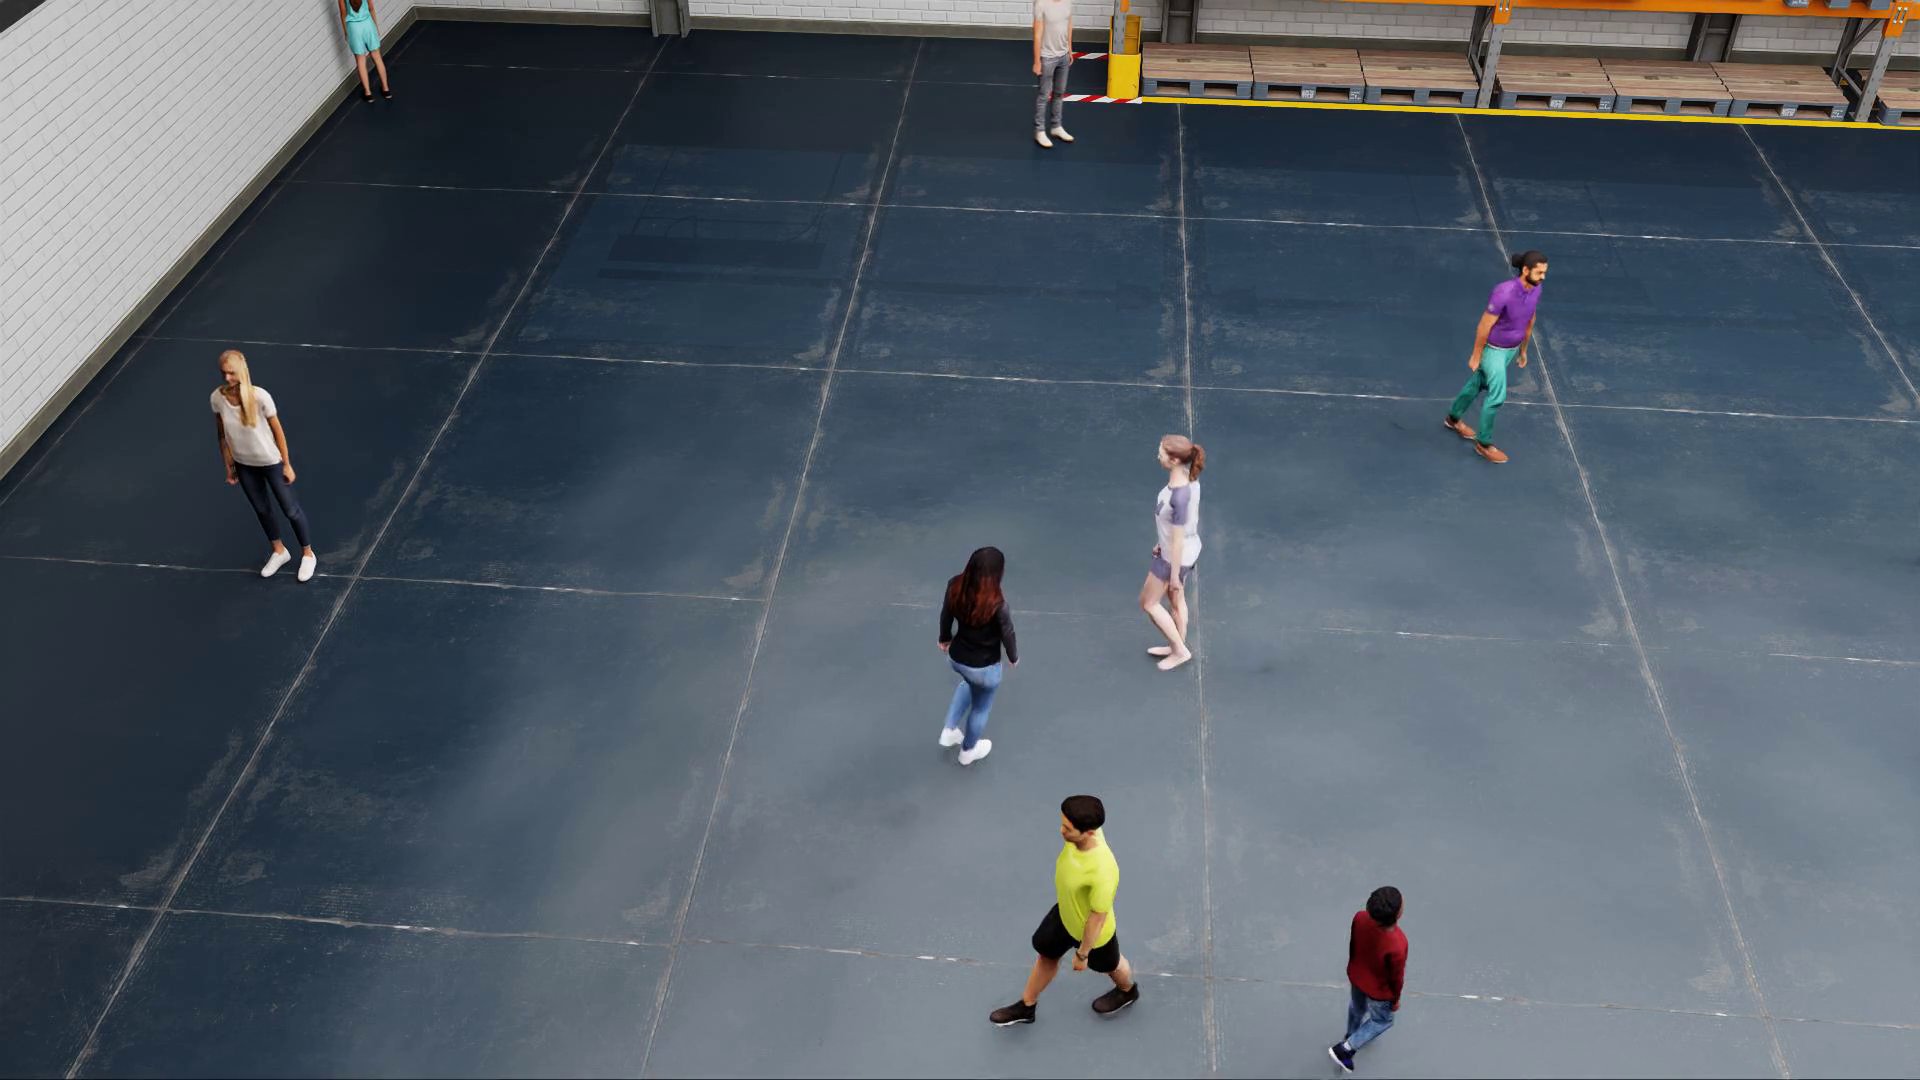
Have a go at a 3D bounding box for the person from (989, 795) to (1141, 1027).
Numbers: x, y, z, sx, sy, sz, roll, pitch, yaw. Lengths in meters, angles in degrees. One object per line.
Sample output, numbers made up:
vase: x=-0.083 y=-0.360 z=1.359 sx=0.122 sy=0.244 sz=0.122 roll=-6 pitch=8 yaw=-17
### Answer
person: x=0.712 y=1.908 z=8.529 sx=1.175 sy=1.662 sz=0.962 roll=-14 pitch=41 yaw=-17

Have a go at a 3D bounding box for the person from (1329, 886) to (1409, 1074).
person: x=2.051 y=2.247 z=8.441 sx=0.729 sy=1.243 sz=0.658 roll=-18 pitch=42 yaw=-21

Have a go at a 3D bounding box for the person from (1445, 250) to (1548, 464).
person: x=4.030 y=-1.476 z=12.716 sx=0.966 sy=1.725 sz=1.016 roll=-22 pitch=43 yaw=-25

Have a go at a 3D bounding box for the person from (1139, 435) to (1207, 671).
person: x=1.479 y=0.110 z=10.712 sx=0.683 sy=1.748 sz=0.680 roll=9 pitch=40 yaw=11

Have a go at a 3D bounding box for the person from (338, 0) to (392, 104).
person: x=-6.443 y=-5.503 z=17.893 sx=0.619 sy=1.558 sz=0.695 roll=-22 pitch=44 yaw=-25

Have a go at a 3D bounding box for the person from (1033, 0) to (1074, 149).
person: x=0.933 y=-4.953 z=16.939 sx=0.748 sy=1.888 sz=0.806 roll=-28 pitch=46 yaw=-31

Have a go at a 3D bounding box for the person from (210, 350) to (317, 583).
person: x=-4.808 y=-0.525 z=11.456 sx=0.472 sy=1.810 sz=0.678 roll=6 pitch=39 yaw=8

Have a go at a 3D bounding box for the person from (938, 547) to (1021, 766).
person: x=0.047 y=0.750 z=10.010 sx=0.780 sy=1.624 sz=0.845 roll=28 pitch=46 yaw=30
